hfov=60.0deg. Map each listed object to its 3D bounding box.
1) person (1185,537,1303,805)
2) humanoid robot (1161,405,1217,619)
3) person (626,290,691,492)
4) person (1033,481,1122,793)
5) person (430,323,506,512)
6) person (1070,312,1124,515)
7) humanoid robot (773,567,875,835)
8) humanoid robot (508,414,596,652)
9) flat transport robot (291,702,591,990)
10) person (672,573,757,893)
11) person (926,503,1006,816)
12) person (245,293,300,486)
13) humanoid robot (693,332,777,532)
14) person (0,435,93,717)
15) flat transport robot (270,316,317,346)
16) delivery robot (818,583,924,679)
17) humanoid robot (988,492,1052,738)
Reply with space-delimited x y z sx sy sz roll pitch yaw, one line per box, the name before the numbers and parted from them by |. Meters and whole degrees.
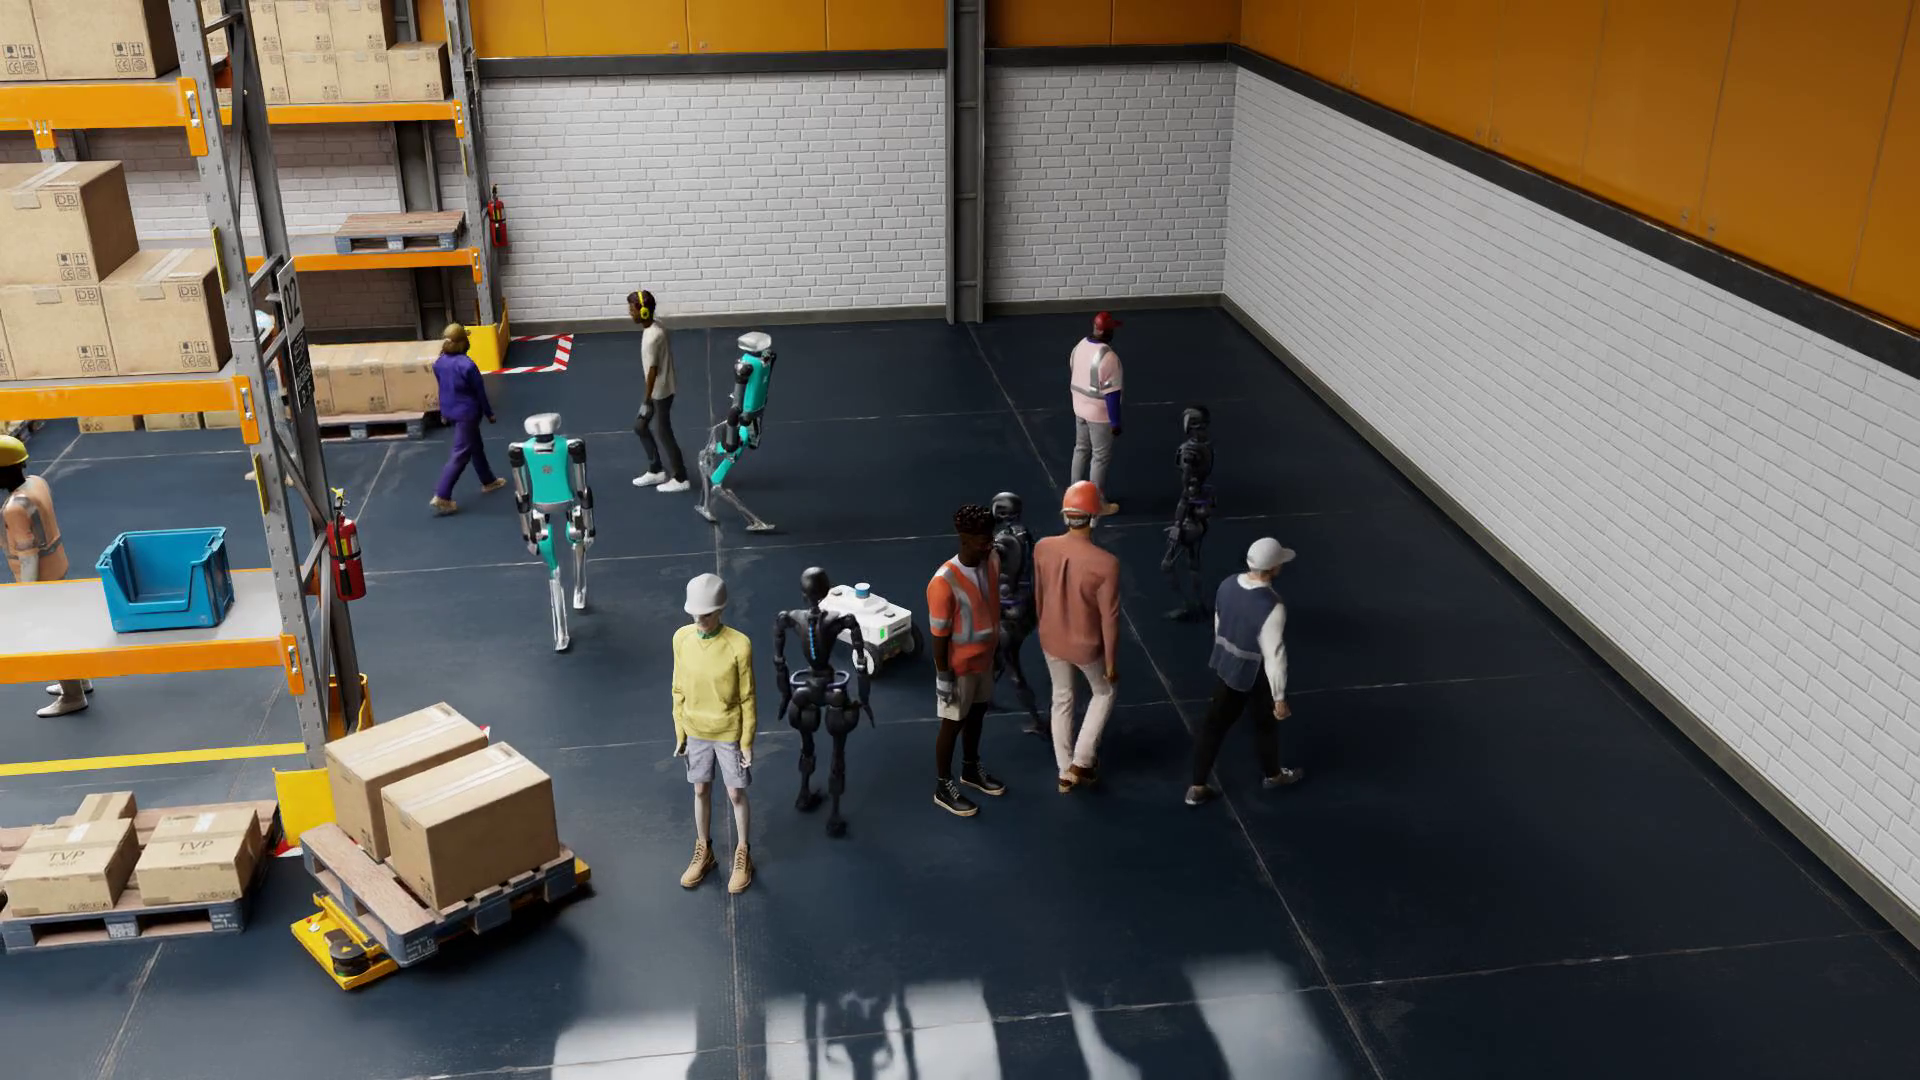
person | 1.707 0.771 9.849 0.822 1.730 0.780 -15 28 -30
humanoid robot | 1.688 -0.198 12.096 0.401 1.643 0.590 8 25 18
person | -2.666 -1.254 14.292 0.652 1.841 0.537 -3 24 -7
person | 0.715 0.596 9.918 0.644 1.970 0.442 15 28 31
person | -4.279 -1.056 14.164 0.455 1.585 0.836 17 29 34
person | 1.165 -1.068 13.998 0.418 1.746 0.597 -13 27 -28
humanoid robot | -0.776 0.900 9.602 0.584 1.652 0.481 3 24 7
humanoid robot | -2.875 -0.148 11.995 0.537 1.781 1.035 -3 24 -6
flat transport robot | -2.799 1.920 9.021 1.431 0.231 0.659 -20 31 -38
person | -1.326 1.034 9.026 0.474 1.893 0.384 6 24 13
person | 0.050 0.688 9.737 0.375 1.958 0.604 16 28 32
person | -6.171 -1.347 14.545 0.791 1.829 0.435 12 26 25
humanoid robot | -1.976 -0.882 13.613 0.989 1.734 0.543 9 25 20
person | -6.002 0.229 10.812 0.365 1.928 0.584 -6 24 -13
flat transport robot | -7.142 -1.458 16.719 1.431 0.231 0.659 -3 24 -7
delivery robot | -0.661 0.608 11.680 0.811 0.613 0.499 20 30 37
humanoid robot | 0.285 0.464 10.645 0.759 1.630 0.600 14 27 28
